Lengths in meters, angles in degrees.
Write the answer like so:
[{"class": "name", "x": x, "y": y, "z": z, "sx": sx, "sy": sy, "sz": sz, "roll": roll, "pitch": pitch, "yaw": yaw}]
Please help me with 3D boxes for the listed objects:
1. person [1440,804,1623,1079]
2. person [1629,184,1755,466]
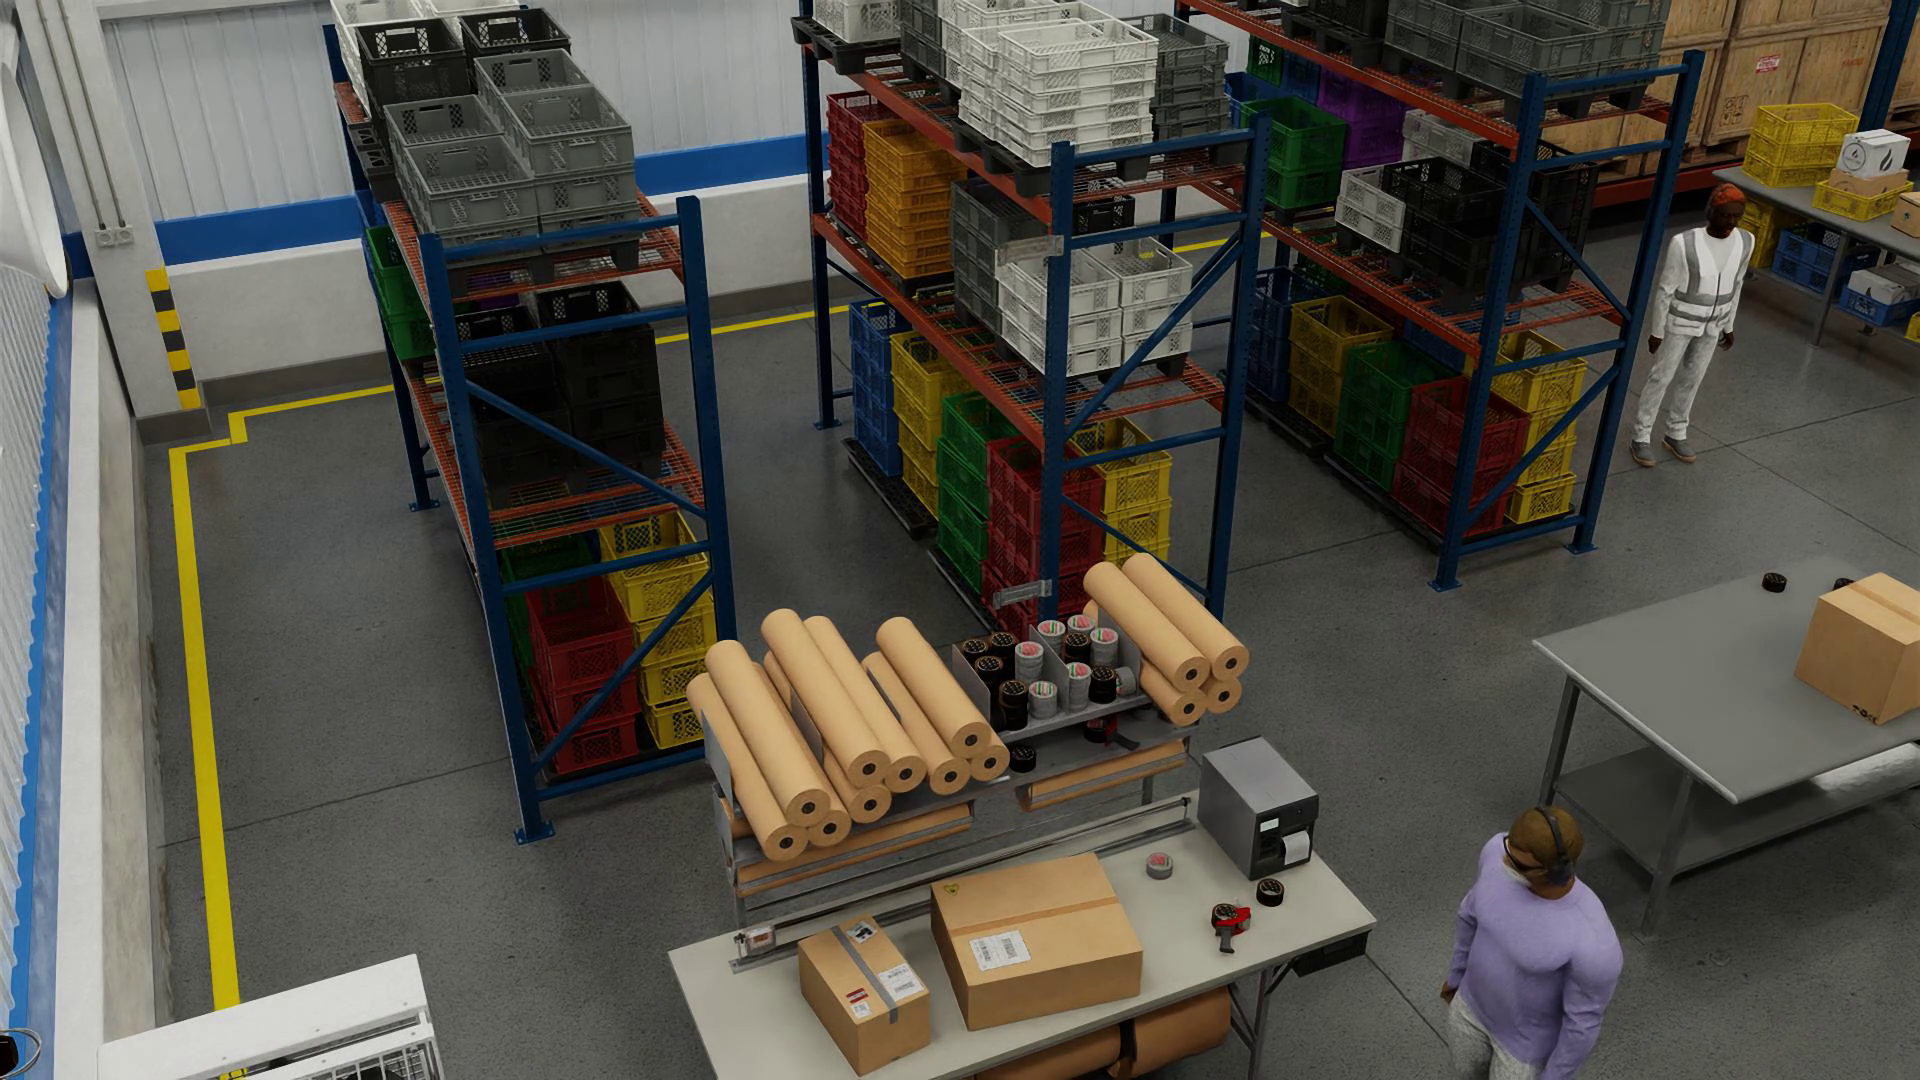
[{"class": "person", "x": 1.874, "y": 1.656, "z": 5.682, "sx": 0.370, "sy": 1.934, "sz": 0.627, "roll": -12, "pitch": 34, "yaw": -19}, {"class": "person", "x": 4.688, "y": -1.365, "z": 10.634, "sx": 0.583, "sy": 1.882, "sz": 0.337, "roll": -6, "pitch": 32, "yaw": -9}]
